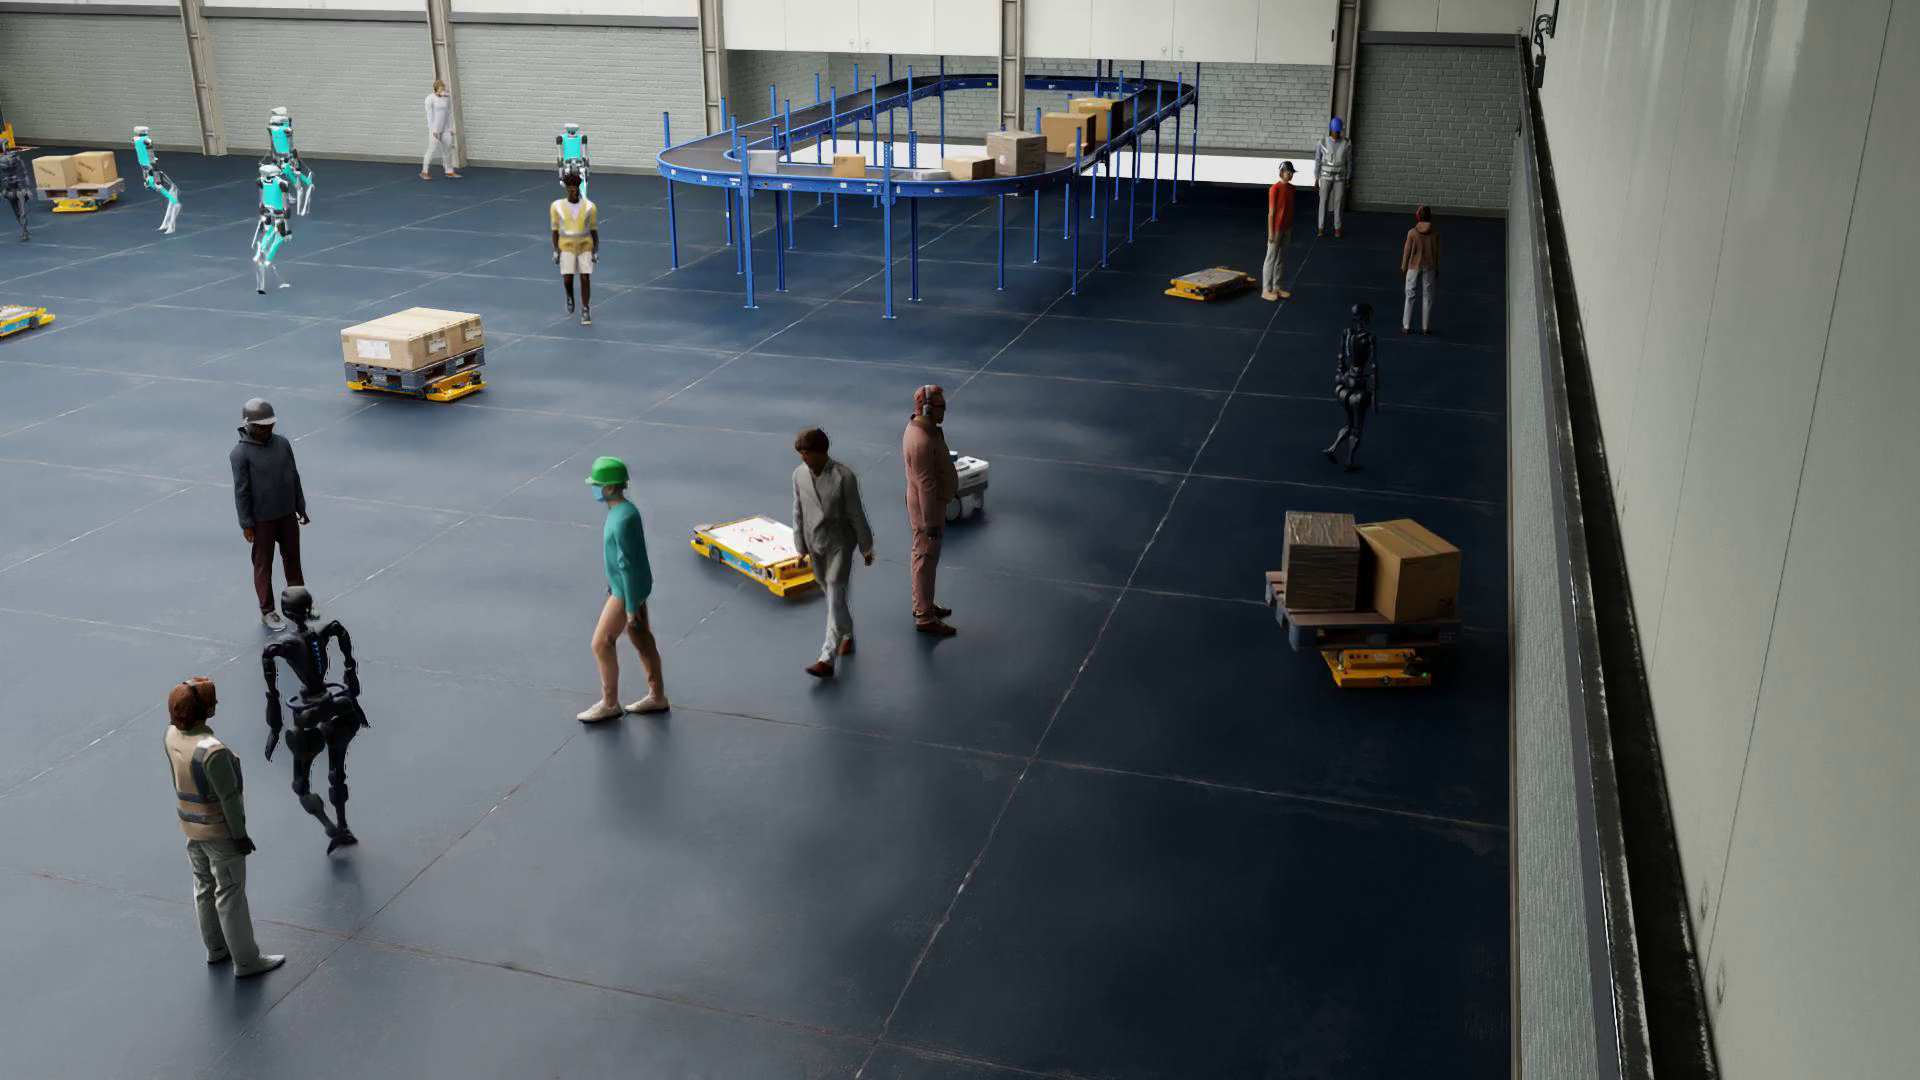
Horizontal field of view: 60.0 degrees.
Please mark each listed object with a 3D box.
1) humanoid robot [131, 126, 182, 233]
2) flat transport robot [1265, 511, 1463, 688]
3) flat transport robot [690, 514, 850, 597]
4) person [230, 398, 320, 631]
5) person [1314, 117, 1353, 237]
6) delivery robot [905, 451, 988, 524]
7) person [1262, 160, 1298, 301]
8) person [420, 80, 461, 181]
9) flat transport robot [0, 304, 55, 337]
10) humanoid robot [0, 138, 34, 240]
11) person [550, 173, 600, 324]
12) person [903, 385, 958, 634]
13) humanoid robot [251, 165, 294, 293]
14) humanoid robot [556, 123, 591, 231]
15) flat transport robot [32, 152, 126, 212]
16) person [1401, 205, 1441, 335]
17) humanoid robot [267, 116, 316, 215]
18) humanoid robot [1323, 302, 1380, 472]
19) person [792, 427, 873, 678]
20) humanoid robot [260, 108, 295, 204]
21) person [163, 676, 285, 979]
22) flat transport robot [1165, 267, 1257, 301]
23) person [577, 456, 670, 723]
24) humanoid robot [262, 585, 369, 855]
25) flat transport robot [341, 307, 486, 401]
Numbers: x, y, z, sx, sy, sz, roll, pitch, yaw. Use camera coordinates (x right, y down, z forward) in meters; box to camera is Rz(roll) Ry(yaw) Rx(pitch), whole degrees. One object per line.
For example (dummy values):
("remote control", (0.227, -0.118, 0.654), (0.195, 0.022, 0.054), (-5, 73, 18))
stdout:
("humanoid robot", (-13.293, -6.021, 27.711), (0.530, 1.757, 0.710), (18, 27, 38))
("flat transport robot", (2.953, 0.707, 12.344), (0.659, 0.231, 1.431), (-1, 21, -3))
("flat transport robot", (-1.603, 0.112, 13.887), (0.659, 0.231, 1.431), (-17, 27, -36))
("person", (-5.202, -0.209, 12.585), (0.380, 1.806, 0.549), (15, 26, 33))
("person", (6.127, -5.957, 27.319), (0.609, 1.936, 0.417), (1, 21, 4))
("delivery robot", (-0.092, -0.501, 15.075), (0.764, 0.592, 0.502), (-20, 29, -41))
("person", (4.463, -4.280, 22.999), (0.481, 1.910, 0.409), (-17, 27, -38))
("person", (-10.374, -8.108, 32.932), (0.559, 1.913, 0.844), (9, 23, 22))
("flat transport robot", (-12.380, -2.756, 21.325), (0.659, 0.231, 1.431), (3, 21, 9))
("humanoid robot", (-15.393, -5.710, 27.068), (0.609, 1.635, 0.676), (1, 21, 4))
("person", (-5.019, -3.819, 21.741), (0.622, 1.948, 0.508), (-6, 22, -16))
("person", (-0.218, -0.239, 12.522), (0.414, 1.910, 0.642), (-1, 21, -4))
("humanoid robot", (-9.810, -4.311, 23.420), (0.566, 1.833, 0.811), (9, 23, 22))
("humanoid robot", (-6.353, -5.980, 27.728), (0.557, 1.837, 0.884), (-10, 23, -25))
("flat transport robot", (-15.866, -6.148, 30.123), (0.659, 0.231, 1.431), (-3, 21, -8))
("person", (5.862, -3.430, 21.160), (0.477, 1.643, 0.330), (3, 21, 7))
("humanoid robot", (-11.621, -6.536, 29.131), (0.533, 1.813, 0.740), (11, 24, 27))
("humanoid robot", (3.802, -1.471, 16.032), (0.384, 1.643, 0.584), (-11, 23, -25))
("person", (-0.958, 0.076, 11.877), (0.567, 1.778, 0.873), (9, 23, 22))
("humanoid robot", (-12.431, -6.919, 30.105), (0.780, 1.777, 0.554), (4, 21, 11))
("person", (-3.794, 1.464, 8.470), (0.512, 1.641, 0.310), (15, 26, 34))
("flat transport robot", (3.572, -3.631, 23.596), (0.659, 0.231, 1.431), (17, 27, 37))
("person", (-2.332, 0.340, 11.095), (0.751, 1.846, 0.567), (-3, 21, -7))
("humanoid robot", (-3.671, 1.028, 9.554), (0.434, 1.641, 0.601), (17, 27, 38))
("flat transport robot", (-6.164, -1.812, 18.878), (1.431, 0.231, 0.659), (9, 23, 22))
